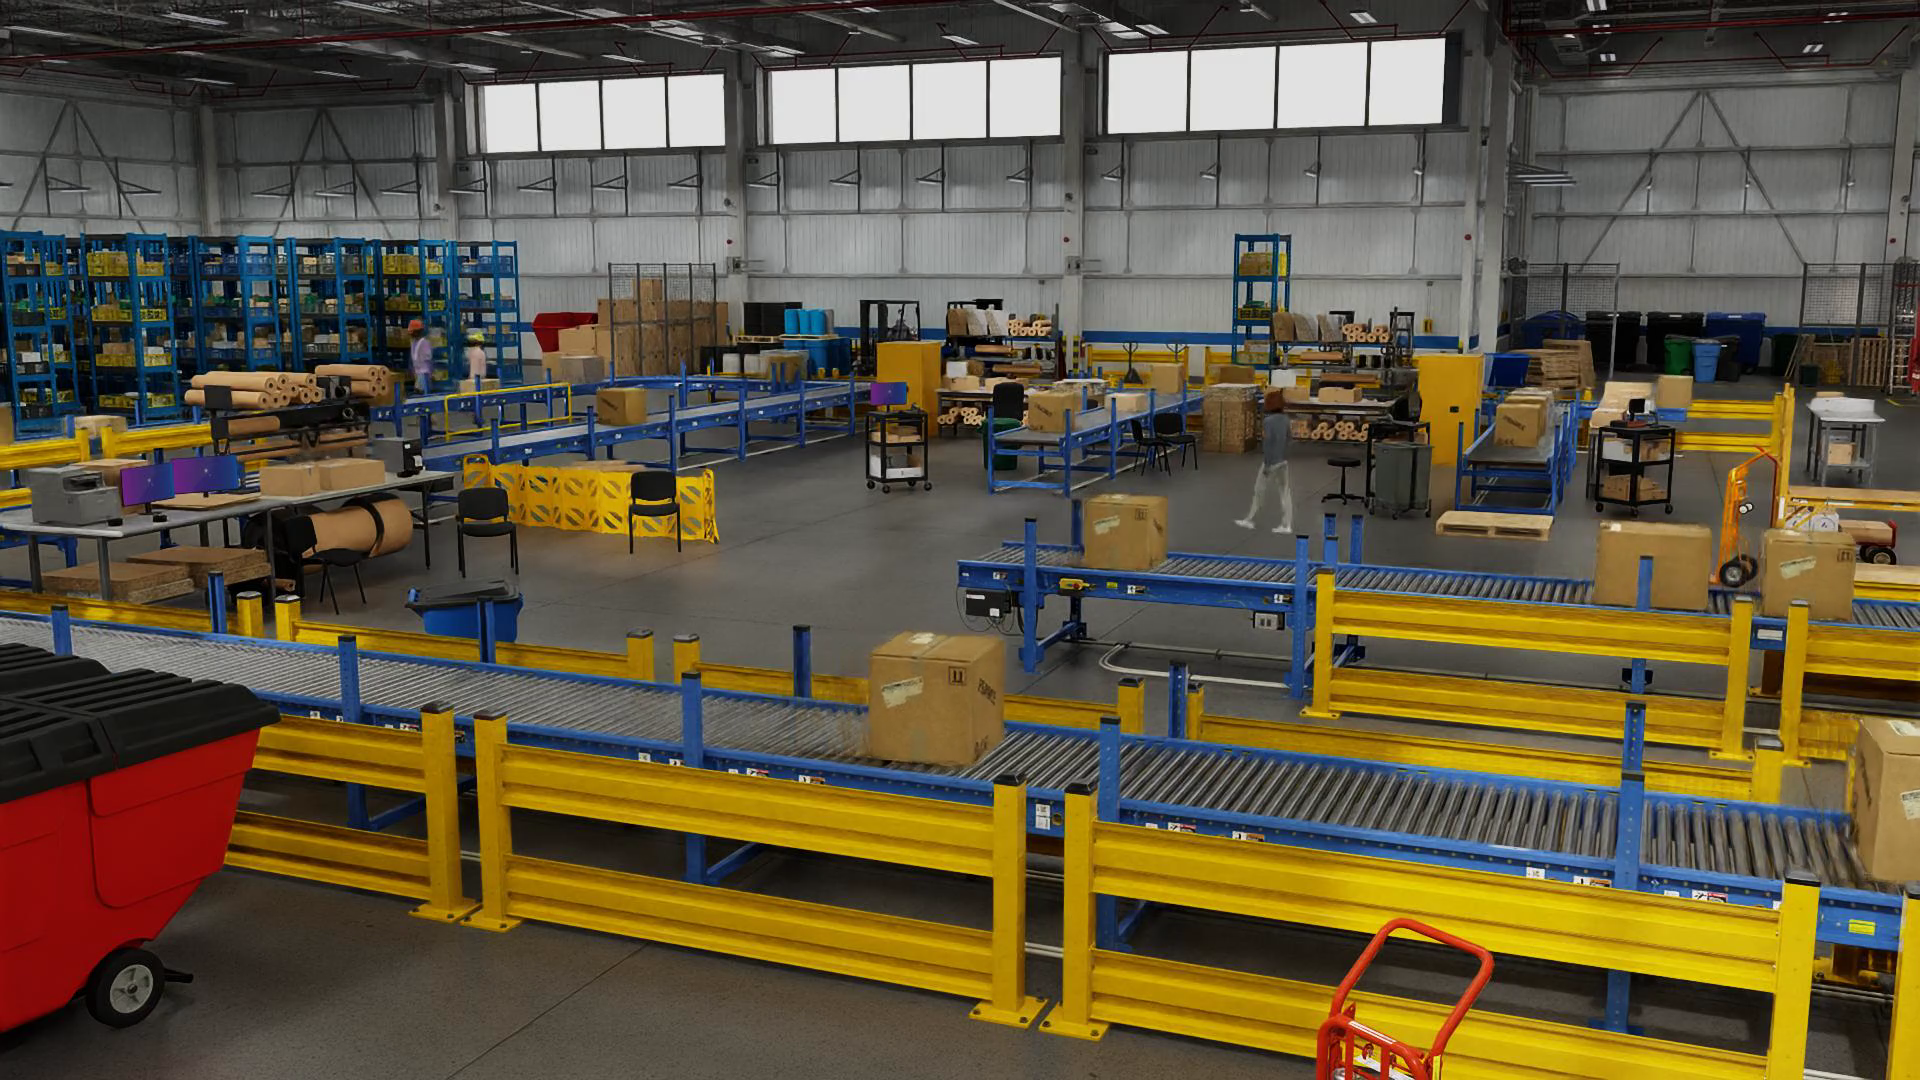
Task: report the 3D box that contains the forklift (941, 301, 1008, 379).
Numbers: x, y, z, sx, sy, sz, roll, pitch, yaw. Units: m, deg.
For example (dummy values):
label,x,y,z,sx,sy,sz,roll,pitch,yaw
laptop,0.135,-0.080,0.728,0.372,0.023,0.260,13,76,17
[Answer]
label,x,y,z,sx,sy,sz,roll,pitch,yaw
forklift,0.365,-4.966,41.571,1.157,1.987,2.680,3,10,20

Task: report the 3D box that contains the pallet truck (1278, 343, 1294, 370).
label,x,y,z,sx,sy,sz,roll,pitch,yaw
pallet truck,7.886,-4.163,39.743,0.653,1.274,1.630,4,10,22

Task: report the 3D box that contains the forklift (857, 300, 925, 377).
label,x,y,z,sx,sy,sz,roll,pitch,yaw
forklift,-1.732,-5.109,42.468,1.157,1.987,2.680,4,10,22

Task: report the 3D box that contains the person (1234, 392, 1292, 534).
label,x,y,z,sx,sy,sz,roll,pitch,yaw
person,3.499,-0.887,18.948,0.530,1.600,0.780,-9,13,-42

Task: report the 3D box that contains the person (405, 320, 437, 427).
label,x,y,z,sx,sy,sz,roll,pitch,yaw
person,-10.294,-3.145,31.437,0.844,2.010,0.626,-8,12,-39

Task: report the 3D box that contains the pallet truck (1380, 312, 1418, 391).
label,x,y,z,sx,sy,sz,roll,pitch,yaw
pallet truck,10.207,-4.283,38.369,0.823,1.965,1.885,3,10,20

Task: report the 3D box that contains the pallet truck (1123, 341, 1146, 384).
label,x,y,z,sx,sy,sz,roll,pitch,yaw
pallet truck,4.445,-4.380,41.279,0.680,1.201,1.601,4,10,22

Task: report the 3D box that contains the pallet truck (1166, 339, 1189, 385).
label,x,y,z,sx,sy,sz,roll,pitch,yaw
pallet truck,5.418,-4.269,40.420,0.704,1.261,1.522,3,10,20

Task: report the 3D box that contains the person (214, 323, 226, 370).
label,x,y,z,sx,sy,sz,roll,pitch,yaw
person,-17.609,-4.515,39.863,0.626,1.969,0.769,4,10,25

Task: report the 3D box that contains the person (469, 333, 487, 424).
label,x,y,z,sx,sy,sz,roll,pitch,yaw
person,-9.204,-3.089,31.870,0.524,1.755,0.377,7,12,36

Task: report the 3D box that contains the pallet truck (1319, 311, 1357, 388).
label,x,y,z,sx,sy,sz,roll,pitch,yaw
pallet truck,9.071,-4.419,39.190,0.823,1.965,1.885,5,10,26
